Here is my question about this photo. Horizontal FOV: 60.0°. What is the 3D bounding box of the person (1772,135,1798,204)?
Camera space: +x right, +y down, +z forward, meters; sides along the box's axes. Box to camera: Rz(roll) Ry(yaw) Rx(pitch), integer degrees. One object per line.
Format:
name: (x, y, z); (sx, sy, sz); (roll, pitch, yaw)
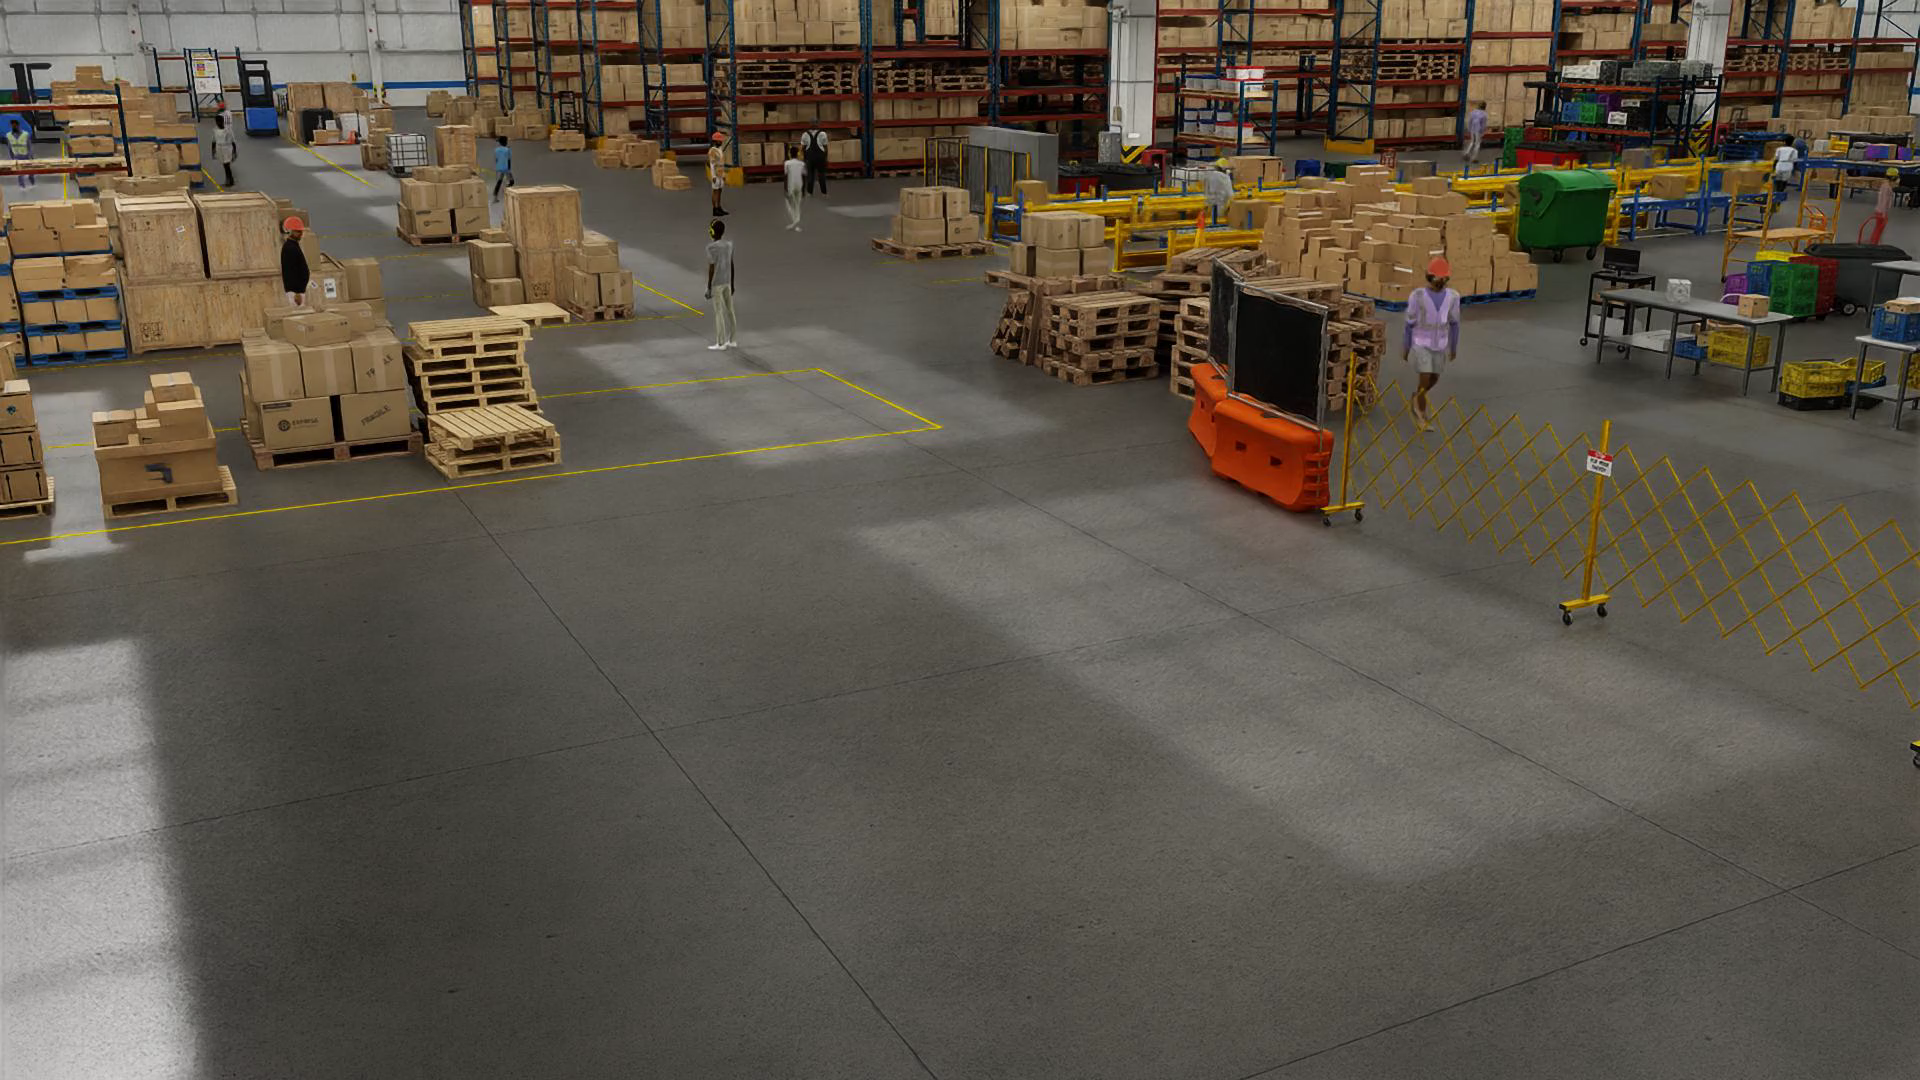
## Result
person: (20.767, -9.313, 41.799); (0.557, 1.668, 0.727); (16, 24, 41)

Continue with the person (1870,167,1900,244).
person: (18.216, -6.458, 32.769); (0.330, 1.765, 0.533); (8, 19, 23)

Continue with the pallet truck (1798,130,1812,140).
pallet truck: (25.526, -11.556, 49.408); (1.630, 1.274, 0.653); (-9, 20, -26)

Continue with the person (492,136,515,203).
person: (-11.559, -9.374, 42.040); (0.533, 1.656, 0.897); (9, 20, 25)

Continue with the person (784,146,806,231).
person: (-3.674, -7.748, 36.653); (0.550, 1.846, 0.653); (-8, 19, -23)

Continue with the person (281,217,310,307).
person: (-9.212, -3.497, 23.170); (0.392, 1.990, 0.612); (-5, 18, -14)

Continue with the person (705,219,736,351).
person: (-3.440, -3.653, 23.850); (0.327, 1.874, 0.519); (15, 23, 38)

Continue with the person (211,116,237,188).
person: (-20.111, -10.563, 45.293); (0.618, 1.923, 0.920); (3, 18, 9)

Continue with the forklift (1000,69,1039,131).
forklift: (2.160, -13.794, 53.838); (1.873, 2.768, 1.129); (-9, 20, -26)

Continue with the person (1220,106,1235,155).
person: (8.898, -13.692, 55.580); (0.493, 1.608, 0.761); (-8, 20, -25)

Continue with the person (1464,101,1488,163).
person: (16.313, -12.857, 52.485); (0.530, 1.911, 0.650); (-11, 21, -31)

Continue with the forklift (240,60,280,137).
forklift: (-26.707, -16.827, 63.294); (1.129, 2.768, 1.873); (-9, 20, -26)

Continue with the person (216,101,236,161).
person: (-23.442, -13.059, 53.165); (0.376, 1.886, 0.665); (-2, 18, -6)

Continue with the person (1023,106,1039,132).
person: (2.259, -13.089, 53.548); (0.542, 1.695, 0.316); (6, 19, 18)

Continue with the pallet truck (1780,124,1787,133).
pallet truck: (25.206, -12.542, 52.601); (1.601, 1.201, 0.680); (0, 18, -2)

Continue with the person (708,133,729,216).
person: (-5.698, -8.627, 39.258); (0.364, 1.933, 0.543); (6, 19, 17)

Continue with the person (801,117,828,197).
person: (-3.745, -9.927, 43.136); (0.673, 2.000, 0.536); (1, 18, 3)

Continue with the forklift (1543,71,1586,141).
forklift: (18.685, -13.231, 52.085); (1.873, 2.768, 1.129); (-9, 20, -26)

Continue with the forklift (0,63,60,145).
forklift: (-33.500, -15.620, 59.532); (1.873, 2.768, 1.129); (-9, 20, -26)

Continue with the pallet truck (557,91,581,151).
pallet truck: (-13.495, -14.412, 57.188); (0.823, 1.965, 1.885); (-3, 18, -9)

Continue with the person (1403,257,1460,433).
person: (5.500, -2.329, 19.511); (0.614, 2.019, 0.890); (-2, 18, -5)

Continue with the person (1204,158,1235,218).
person: (5.388, -6.947, 34.246); (0.902, 1.788, 0.605); (-12, 21, -32)

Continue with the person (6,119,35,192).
person: (-25.212, -10.341, 44.684); (0.609, 1.885, 0.802); (-4, 18, -14)

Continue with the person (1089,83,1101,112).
person: (5.630, -18.194, 69.136); (0.638, 1.902, 0.407); (9, 20, 25)
